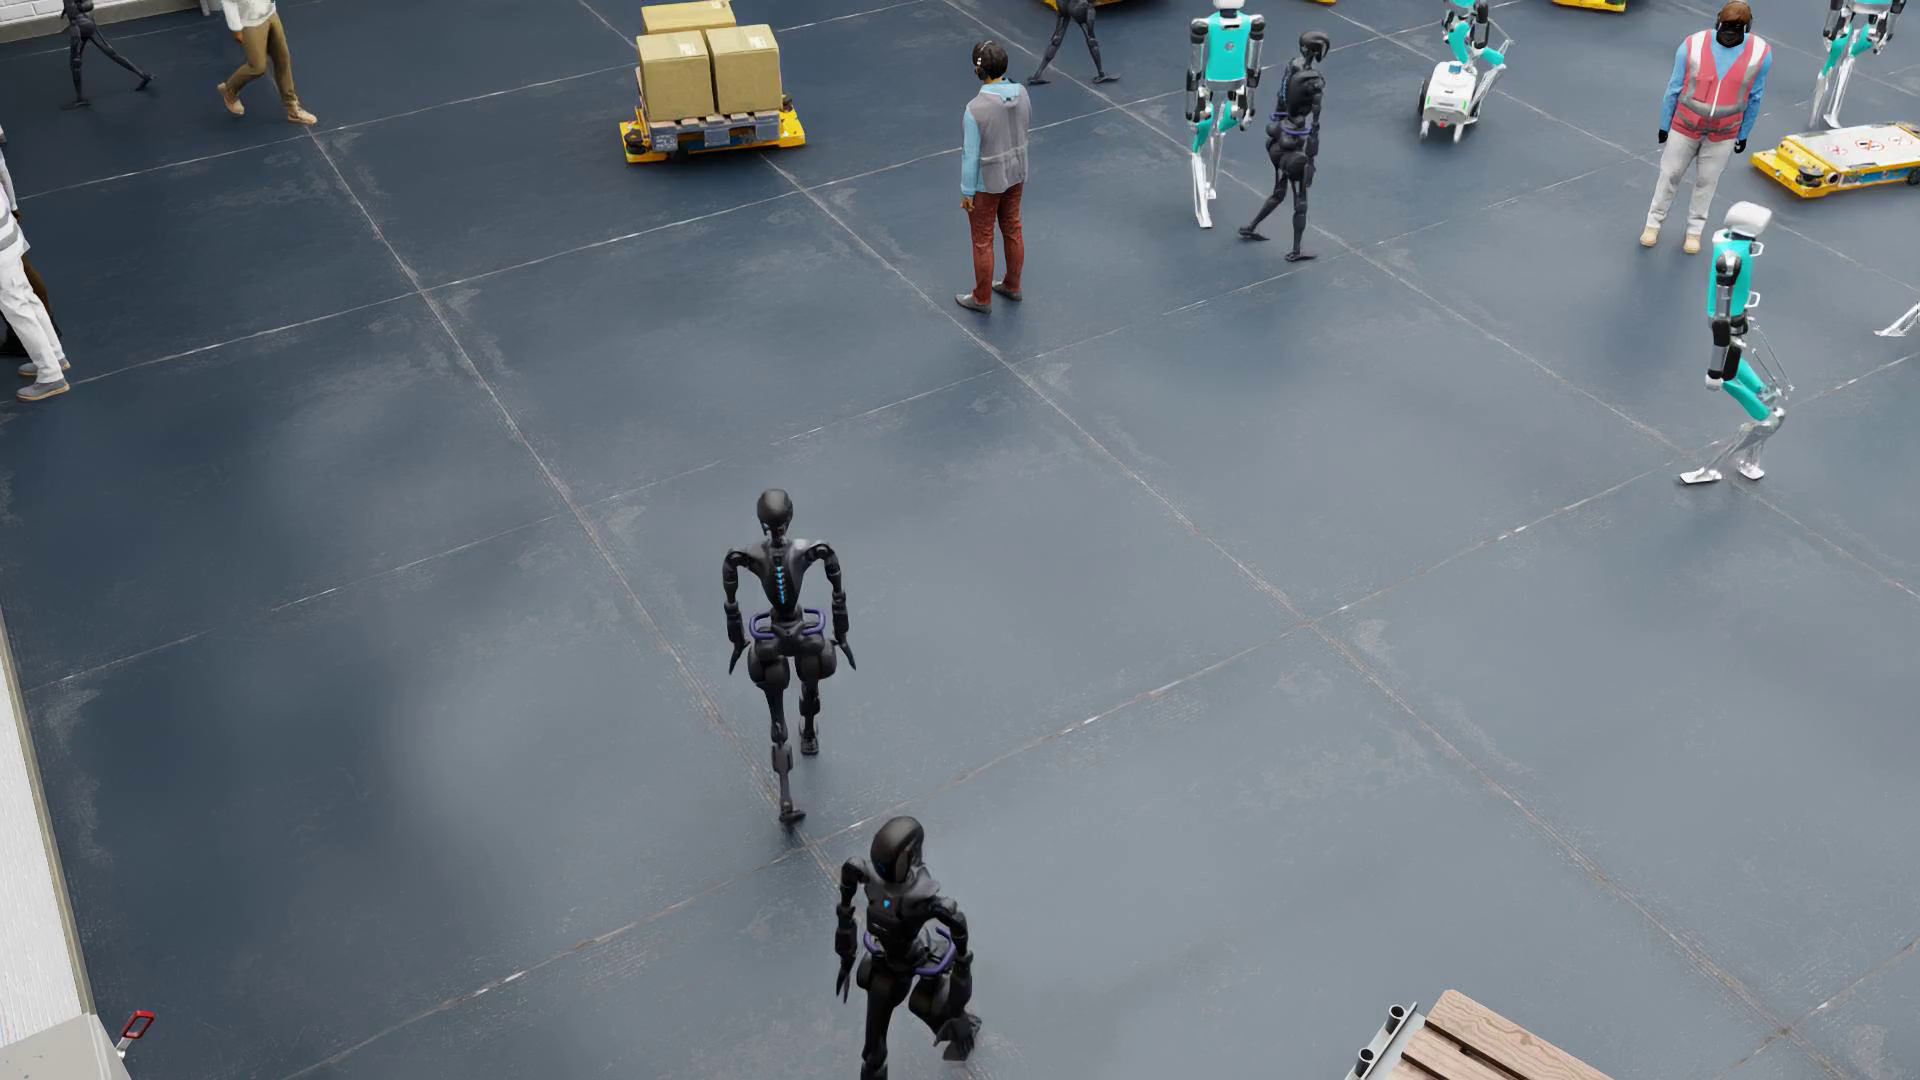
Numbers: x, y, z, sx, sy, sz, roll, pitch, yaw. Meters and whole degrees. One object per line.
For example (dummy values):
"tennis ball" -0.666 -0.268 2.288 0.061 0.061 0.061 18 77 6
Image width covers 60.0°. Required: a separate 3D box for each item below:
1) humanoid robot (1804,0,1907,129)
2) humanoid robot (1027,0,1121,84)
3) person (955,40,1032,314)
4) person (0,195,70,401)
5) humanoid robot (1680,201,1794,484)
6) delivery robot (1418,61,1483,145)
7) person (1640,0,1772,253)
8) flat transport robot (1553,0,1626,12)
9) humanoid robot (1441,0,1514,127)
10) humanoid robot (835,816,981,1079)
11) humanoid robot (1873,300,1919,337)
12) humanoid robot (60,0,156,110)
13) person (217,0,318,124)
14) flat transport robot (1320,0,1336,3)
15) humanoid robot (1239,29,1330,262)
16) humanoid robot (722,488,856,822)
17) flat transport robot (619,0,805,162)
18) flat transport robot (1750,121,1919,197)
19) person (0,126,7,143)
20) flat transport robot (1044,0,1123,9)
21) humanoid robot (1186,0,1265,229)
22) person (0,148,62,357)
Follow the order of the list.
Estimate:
"humanoid robot" 7.143 -4.086 13.339 0.536 1.880 0.722 7 39 9
"humanoid robot" 0.988 -4.636 14.058 0.801 1.622 0.608 -14 41 -17
"person" 0.234 -2.371 10.995 0.534 1.873 0.416 -29 47 -31
"person" -5.929 -1.747 10.209 0.348 1.874 0.567 -14 41 -17
"humanoid robot" 4.526 -1.021 9.399 0.863 1.773 0.599 18 42 22
"delivery robot" 4.021 -3.633 13.657 0.499 0.609 0.807 13 40 15
"person" 5.232 -2.894 11.691 0.628 1.836 0.431 13 40 16
"flat transport robot" 6.201 -5.523 16.260 0.659 0.231 1.431 13 40 15
"humanoid robot" 4.138 -4.027 13.250 0.814 1.837 0.542 -14 40 -17
"humanoid robot" -0.172 1.599 6.191 0.601 1.640 0.787 19 42 23
"humanoid robot" 6.597 -2.050 10.713 0.915 1.769 0.537 -9 39 -12
"humanoid robot" -7.276 -4.403 13.767 0.807 1.630 0.596 -20 43 -23
"person" -5.742 -4.188 13.387 0.696 1.746 0.526 10 40 13
"flat transport robot" 3.674 -5.667 16.443 0.659 0.231 1.431 22 44 26
"humanoid robot" 2.316 -2.791 11.697 0.444 1.636 0.614 -11 40 -13
"humanoid robot" -0.765 0.530 7.547 0.589 1.645 0.783 -5 39 -6
"flat transport robot" -2.023 -3.352 13.521 1.431 0.231 0.659 -9 39 -11
"flat transport robot" 7.044 -2.990 13.064 1.431 0.231 0.659 -10 39 -12
"person" -7.876 -3.887 12.927 0.378 1.844 0.568 -7 39 -9
"flat transport robot" 1.469 -5.394 16.098 1.431 0.231 0.659 -17 42 -21
"humanoid robot" 1.860 -3.245 12.218 0.546 1.782 0.869 -3 39 -4
"person" -6.236 -2.068 10.559 0.353 1.938 0.542 17 41 20
